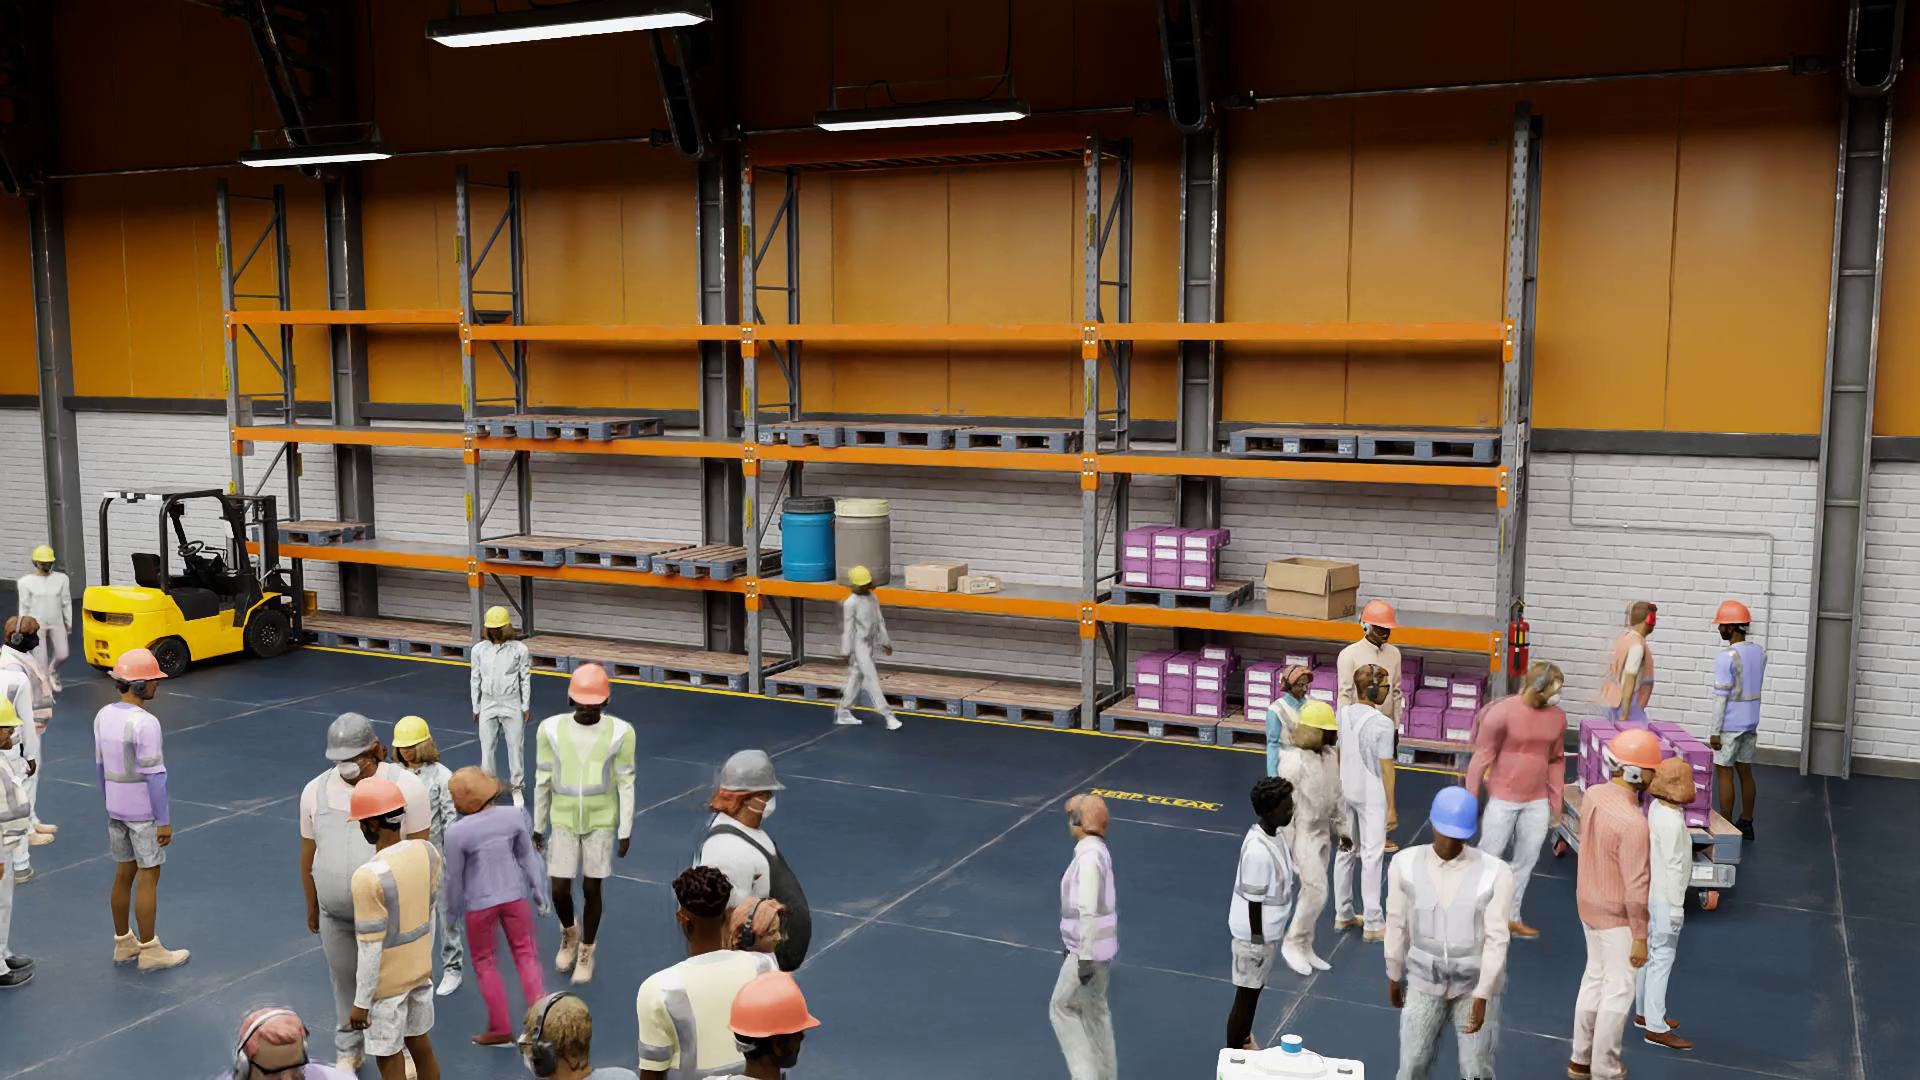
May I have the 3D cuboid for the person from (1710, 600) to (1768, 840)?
[{"bbox_3d":[6.098,1.437,13.151,0.545,1.928,0.391,-4,8,-30],"label":"person"}]

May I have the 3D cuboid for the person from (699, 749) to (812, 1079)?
[{"bbox_3d":[-1.089,1.994,8.083,0.737,2.000,0.698,0,7,-2],"label":"person"}]

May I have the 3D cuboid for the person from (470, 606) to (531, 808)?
[{"bbox_3d":[-3.885,1.417,14.074,0.492,1.740,0.325,-1,7,-7],"label":"person"}]

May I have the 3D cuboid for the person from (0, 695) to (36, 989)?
[{"bbox_3d":[-5.925,1.849,10.211,0.403,1.817,0.601,-4,8,-29],"label":"person"}]

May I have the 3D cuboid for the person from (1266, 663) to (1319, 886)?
[{"bbox_3d":[2.433,1.703,12.164,0.528,1.630,0.319,-5,8,-35],"label":"person"}]

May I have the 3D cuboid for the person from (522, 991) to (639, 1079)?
[{"bbox_3d":[-1.228,2.386,5.310,0.377,1.931,0.636,3,8,25],"label":"person"}]

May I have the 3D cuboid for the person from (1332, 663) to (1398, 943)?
[{"bbox_3d":[2.690,1.734,11.048,0.349,1.842,0.505,-5,8,-33],"label":"person"}]

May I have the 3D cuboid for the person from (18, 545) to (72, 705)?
[{"bbox_3d":[-10.006,0.911,18.190,0.487,1.751,0.533,7,10,44],"label":"person"}]

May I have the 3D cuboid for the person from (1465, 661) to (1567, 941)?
[{"bbox_3d":[3.626,1.719,10.967,0.765,1.894,0.468,-2,7,-16],"label":"person"}]

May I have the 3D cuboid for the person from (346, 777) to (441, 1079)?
[{"bbox_3d":[-2.708,2.071,7.908,0.369,1.929,0.542,2,7,17],"label":"person"}]

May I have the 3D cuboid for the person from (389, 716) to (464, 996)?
[{"bbox_3d":[-3.276,1.907,10.080,0.486,1.734,0.358,2,7,13],"label":"person"}]

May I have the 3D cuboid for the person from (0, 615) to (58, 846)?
[{"bbox_3d":[-7.370,1.494,13.095,0.429,1.833,0.636,-3,8,-26],"label":"person"}]

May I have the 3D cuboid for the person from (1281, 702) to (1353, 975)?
[{"bbox_3d":[2.239,1.862,10.432,0.387,1.730,0.491,6,9,42],"label":"person"}]

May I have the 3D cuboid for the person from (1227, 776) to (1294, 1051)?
[{"bbox_3d":[1.604,2.077,8.876,0.328,1.685,0.545,2,7,20],"label":"person"}]

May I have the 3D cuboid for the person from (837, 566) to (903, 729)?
[{"bbox_3d":[-0.942,1.099,16.941,0.816,1.684,0.484,3,8,24],"label":"person"}]

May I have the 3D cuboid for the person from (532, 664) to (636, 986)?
[{"bbox_3d":[-2.309,1.746,10.215,0.644,2.017,0.445,-1,7,-7],"label":"person"}]

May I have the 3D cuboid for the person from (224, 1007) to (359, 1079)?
[{"bbox_3d":[-2.265,2.405,5.543,0.650,1.852,1.021,-5,9,-38],"label":"person"}]

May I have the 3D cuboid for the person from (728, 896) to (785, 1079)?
[{"bbox_3d":[-0.891,2.314,7.123,0.313,1.631,0.524,1,7,7],"label":"person"}]

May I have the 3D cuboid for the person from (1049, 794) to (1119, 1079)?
[{"bbox_3d":[0.668,2.141,8.654,0.375,1.609,0.593,2,7,13],"label":"person"}]

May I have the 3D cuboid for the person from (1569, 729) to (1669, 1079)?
[{"bbox_3d":[3.440,1.953,8.689,0.410,1.980,0.627,0,7,-3],"label":"person"}]

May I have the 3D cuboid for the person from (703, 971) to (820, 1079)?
[{"bbox_3d":[-0.631,2.366,5.447,0.547,1.934,0.376,3,8,26],"label":"person"}]

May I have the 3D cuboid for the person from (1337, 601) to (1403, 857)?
[{"bbox_3d":[3.176,1.446,12.844,0.612,1.986,0.407,-4,8,-27],"label":"person"}]

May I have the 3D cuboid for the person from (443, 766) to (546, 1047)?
[{"bbox_3d":[-2.603,2.051,9.376,0.608,1.604,0.406,-6,9,-42],"label":"person"}]

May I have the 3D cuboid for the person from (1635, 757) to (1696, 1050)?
[{"bbox_3d":[4.010,2.032,9.422,0.280,1.636,0.501,1,7,11],"label":"person"}]

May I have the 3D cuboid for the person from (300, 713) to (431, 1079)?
[{"bbox_3d":[-3.196,1.896,8.892,0.686,2.000,0.535,0,7,-2],"label":"person"}]

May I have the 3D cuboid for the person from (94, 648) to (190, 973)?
[{"bbox_3d":[-5.182,1.696,10.535,0.615,2.040,0.391,5,8,33],"label":"person"}]

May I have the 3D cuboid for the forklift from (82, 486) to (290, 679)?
[{"bbox_3d":[-9.426,0.454,20.179,1.214,2.155,2.313,3,8,26],"label":"forklift"}]

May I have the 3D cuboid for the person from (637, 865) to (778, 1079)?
[{"bbox_3d":[-0.974,2.232,6.480,0.599,1.958,0.381,-5,9,-37],"label":"person"}]

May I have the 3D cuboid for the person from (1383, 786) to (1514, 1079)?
[{"bbox_3d":[2.271,2.082,7.824,0.602,1.929,0.458,3,8,26],"label":"person"}]

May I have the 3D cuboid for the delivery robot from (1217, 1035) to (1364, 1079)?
[{"bbox_3d":[1.623,2.675,8.157,0.707,0.478,0.477,2,7,13],"label":"delivery robot"}]

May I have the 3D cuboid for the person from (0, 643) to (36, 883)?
[{"bbox_3d":[-7.046,1.586,12.089,0.587,1.883,0.341,-5,8,-34],"label":"person"}]
